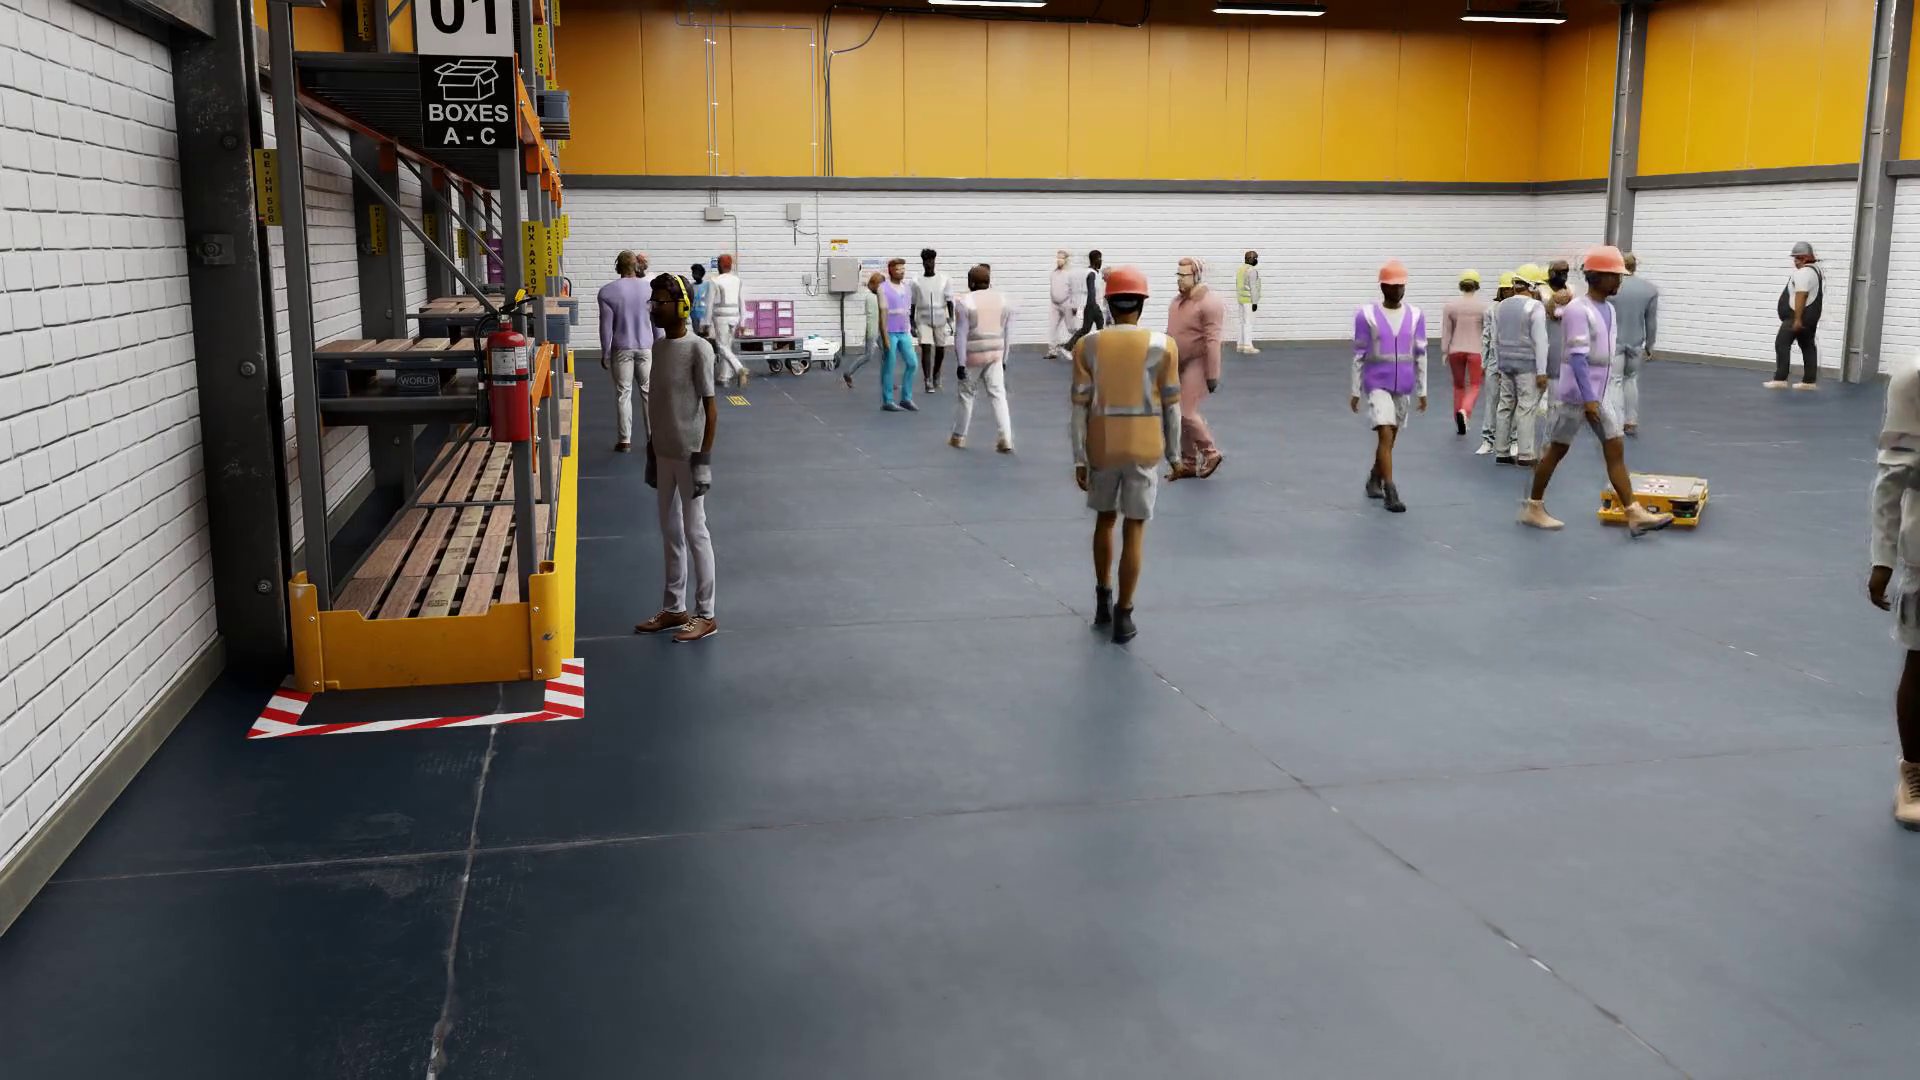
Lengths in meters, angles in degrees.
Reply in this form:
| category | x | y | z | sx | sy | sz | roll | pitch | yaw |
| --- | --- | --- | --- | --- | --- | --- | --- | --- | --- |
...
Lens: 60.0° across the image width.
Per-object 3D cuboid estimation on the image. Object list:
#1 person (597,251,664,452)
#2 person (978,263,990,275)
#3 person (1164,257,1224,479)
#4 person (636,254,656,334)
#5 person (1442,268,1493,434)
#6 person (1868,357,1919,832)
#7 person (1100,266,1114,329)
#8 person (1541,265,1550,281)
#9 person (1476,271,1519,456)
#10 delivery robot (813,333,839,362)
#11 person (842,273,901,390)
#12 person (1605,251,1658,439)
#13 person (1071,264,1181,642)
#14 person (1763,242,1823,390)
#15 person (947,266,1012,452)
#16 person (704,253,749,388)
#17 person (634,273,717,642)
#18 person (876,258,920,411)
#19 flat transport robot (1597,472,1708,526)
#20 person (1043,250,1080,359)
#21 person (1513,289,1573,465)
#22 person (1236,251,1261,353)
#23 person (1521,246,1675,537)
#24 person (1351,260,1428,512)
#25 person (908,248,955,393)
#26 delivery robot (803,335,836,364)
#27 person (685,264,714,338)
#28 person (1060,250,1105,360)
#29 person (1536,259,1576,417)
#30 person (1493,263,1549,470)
| category | x | y | z | sx | sy | sz | roll | pitch | yaw |
| --- | --- | --- | --- | --- | --- | --- | --- | --- | --- |
| person | -3.162 | -1.808 | 16.023 | 0.627 | 1.933 | 0.371 | -4 | 11 | -20 |
| person | 0.318 | -3.385 | 25.454 | 0.361 | 1.687 | 0.545 | -3 | 11 | -17 |
| person | 1.932 | -1.442 | 14.125 | 0.414 | 1.891 | 0.642 | -4 | 11 | -23 |
| person | -4.635 | -3.235 | 24.227 | 0.625 | 1.845 | 0.958 | -1 | 10 | -6 |
| person | 5.250 | -1.946 | 17.272 | 0.535 | 1.747 | 0.654 | 6 | 12 | 31 |
| person | 3.325 | 0.068 | 5.440 | 0.636 | 2.005 | 0.937 | 4 | 11 | 20 |
| person | 2.410 | -3.476 | 26.107 | 0.461 | 1.620 | 0.549 | 3 | 11 | 18 |
| person | 7.102 | -2.488 | 20.353 | 0.528 | 1.737 | 0.591 | -4 | 11 | -20 |
| person | 5.163 | -1.661 | 15.733 | 0.492 | 1.743 | 0.295 | 6 | 12 | 29 |
| delivery robot | -2.276 | -3.035 | 26.380 | 0.707 | 0.478 | 0.477 | -1 | 10 | -6 |
| person | -1.221 | -2.834 | 22.641 | 0.764 | 1.604 | 0.500 | 4 | 11 | 21 |
| person | 6.813 | -2.015 | 17.197 | 0.648 | 1.913 | 0.642 | 0 | 10 | 1 |
| person | 0.865 | -0.456 | 8.589 | 0.546 | 1.908 | 0.668 | 3 | 11 | 16 |
| person | 11.380 | -3.063 | 22.679 | 0.768 | 2.000 | 0.706 | 9 | 14 | 42 |
| person | 0.220 | -1.750 | 16.110 | 0.650 | 1.796 | 0.970 | -6 | 12 | -28 |
| person | -3.171 | -3.000 | 22.848 | 0.805 | 1.864 | 0.590 | 9 | 14 | 41 |
| person | -1.448 | -0.417 | 8.493 | 0.510 | 1.872 | 0.329 | 10 | 14 | 43 |
| person | -0.714 | -2.420 | 19.711 | 0.646 | 1.816 | 0.579 | 9 | 14 | 41 |
| flat transport robot | 5.174 | -0.319 | 12.377 | 0.652 | 0.197 | 1.431 | 5 | 11 | 26 |
| person | 1.829 | -4.072 | 28.740 | 0.654 | 1.878 | 0.888 | 9 | 14 | 41 |
| person | 5.270 | -1.436 | 14.856 | 0.537 | 1.610 | 0.378 | 7 | 13 | 35 |
| person | 5.226 | -4.299 | 30.078 | 0.429 | 1.842 | 0.632 | -3 | 11 | -15 |
| person | 4.384 | -1.007 | 11.425 | 0.617 | 1.983 | 1.055 | -8 | 13 | -39 |
| person | 3.299 | -1.204 | 12.808 | 0.555 | 1.896 | 0.968 | -1 | 10 | -5 |
| person | -0.391 | -2.963 | 22.418 | 0.627 | 1.944 | 0.820 | -1 | 10 | -5 |
| delivery robot | -2.300 | -2.940 | 25.852 | 0.707 | 0.478 | 0.477 | -5 | 11 | -26 |
| person | -4.106 | -3.459 | 25.933 | 0.550 | 1.652 | 0.856 | 6 | 12 | 29 |
| person | 2.186 | -3.962 | 28.110 | 0.941 | 1.885 | 0.604 | 2 | 10 | 9 |
| person | 6.788 | -2.337 | 19.282 | 0.651 | 1.822 | 0.626 | -4 | 11 | -23 |
| person | 5.024 | -1.544 | 14.849 | 0.404 | 1.828 | 0.587 | -5 | 11 | -26 |
